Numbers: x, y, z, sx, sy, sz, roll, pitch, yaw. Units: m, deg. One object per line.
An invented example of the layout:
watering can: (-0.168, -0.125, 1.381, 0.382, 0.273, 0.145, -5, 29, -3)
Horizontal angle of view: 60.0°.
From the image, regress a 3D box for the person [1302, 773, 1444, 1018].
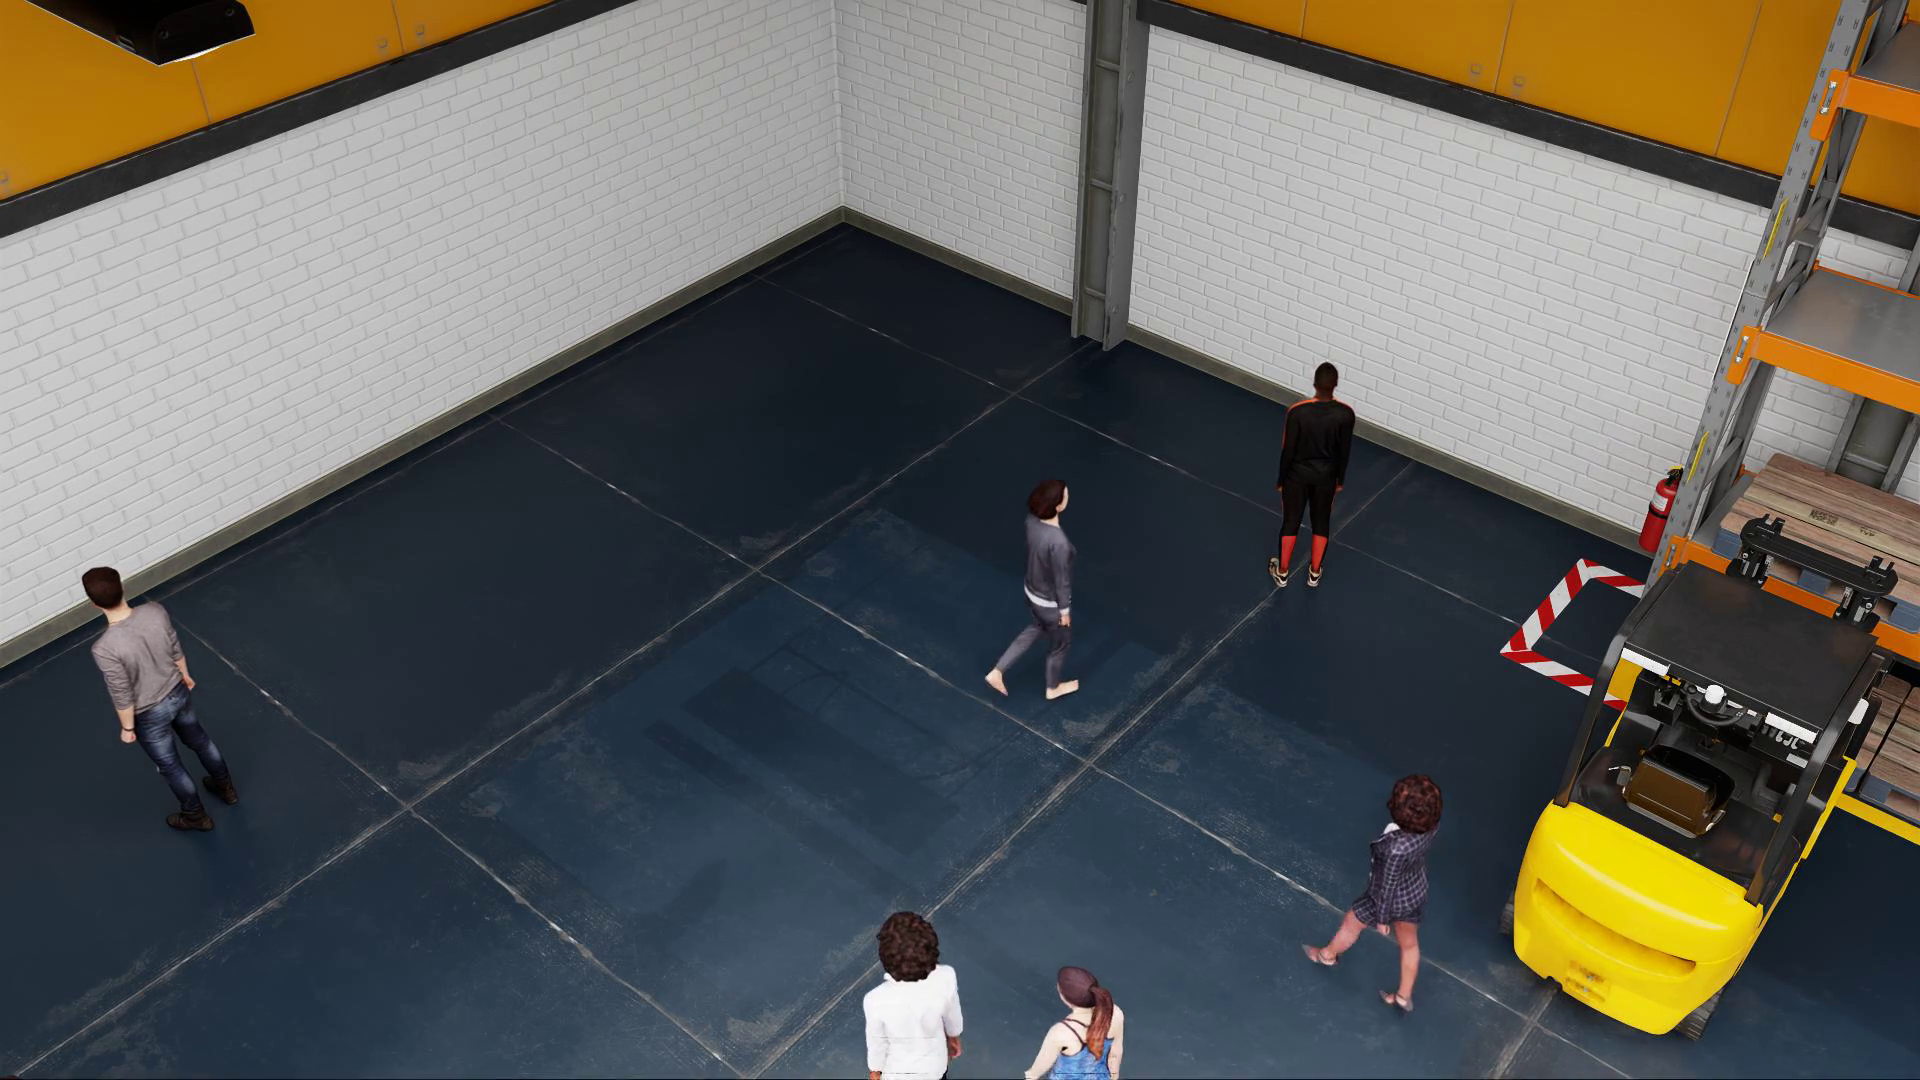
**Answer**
person: (2.326, 1.897, 8.608, 0.733, 1.672, 0.959, -26, 45, -28)

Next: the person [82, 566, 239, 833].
person: (-4.640, 0.935, 9.627, 0.679, 1.903, 0.760, 14, 41, 17)

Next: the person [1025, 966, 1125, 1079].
person: (0.581, 2.625, 7.772, 0.773, 1.577, 1.072, -20, 43, -23)

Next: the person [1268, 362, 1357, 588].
person: (2.416, -0.443, 11.426, 0.668, 1.810, 0.758, 2, 39, 2)

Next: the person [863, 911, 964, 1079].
person: (-0.192, 2.464, 7.804, 0.949, 1.789, 1.154, -15, 41, -17)

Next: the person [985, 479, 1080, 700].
person: (0.481, 0.374, 10.448, 0.863, 1.754, 0.912, -19, 42, -22)
